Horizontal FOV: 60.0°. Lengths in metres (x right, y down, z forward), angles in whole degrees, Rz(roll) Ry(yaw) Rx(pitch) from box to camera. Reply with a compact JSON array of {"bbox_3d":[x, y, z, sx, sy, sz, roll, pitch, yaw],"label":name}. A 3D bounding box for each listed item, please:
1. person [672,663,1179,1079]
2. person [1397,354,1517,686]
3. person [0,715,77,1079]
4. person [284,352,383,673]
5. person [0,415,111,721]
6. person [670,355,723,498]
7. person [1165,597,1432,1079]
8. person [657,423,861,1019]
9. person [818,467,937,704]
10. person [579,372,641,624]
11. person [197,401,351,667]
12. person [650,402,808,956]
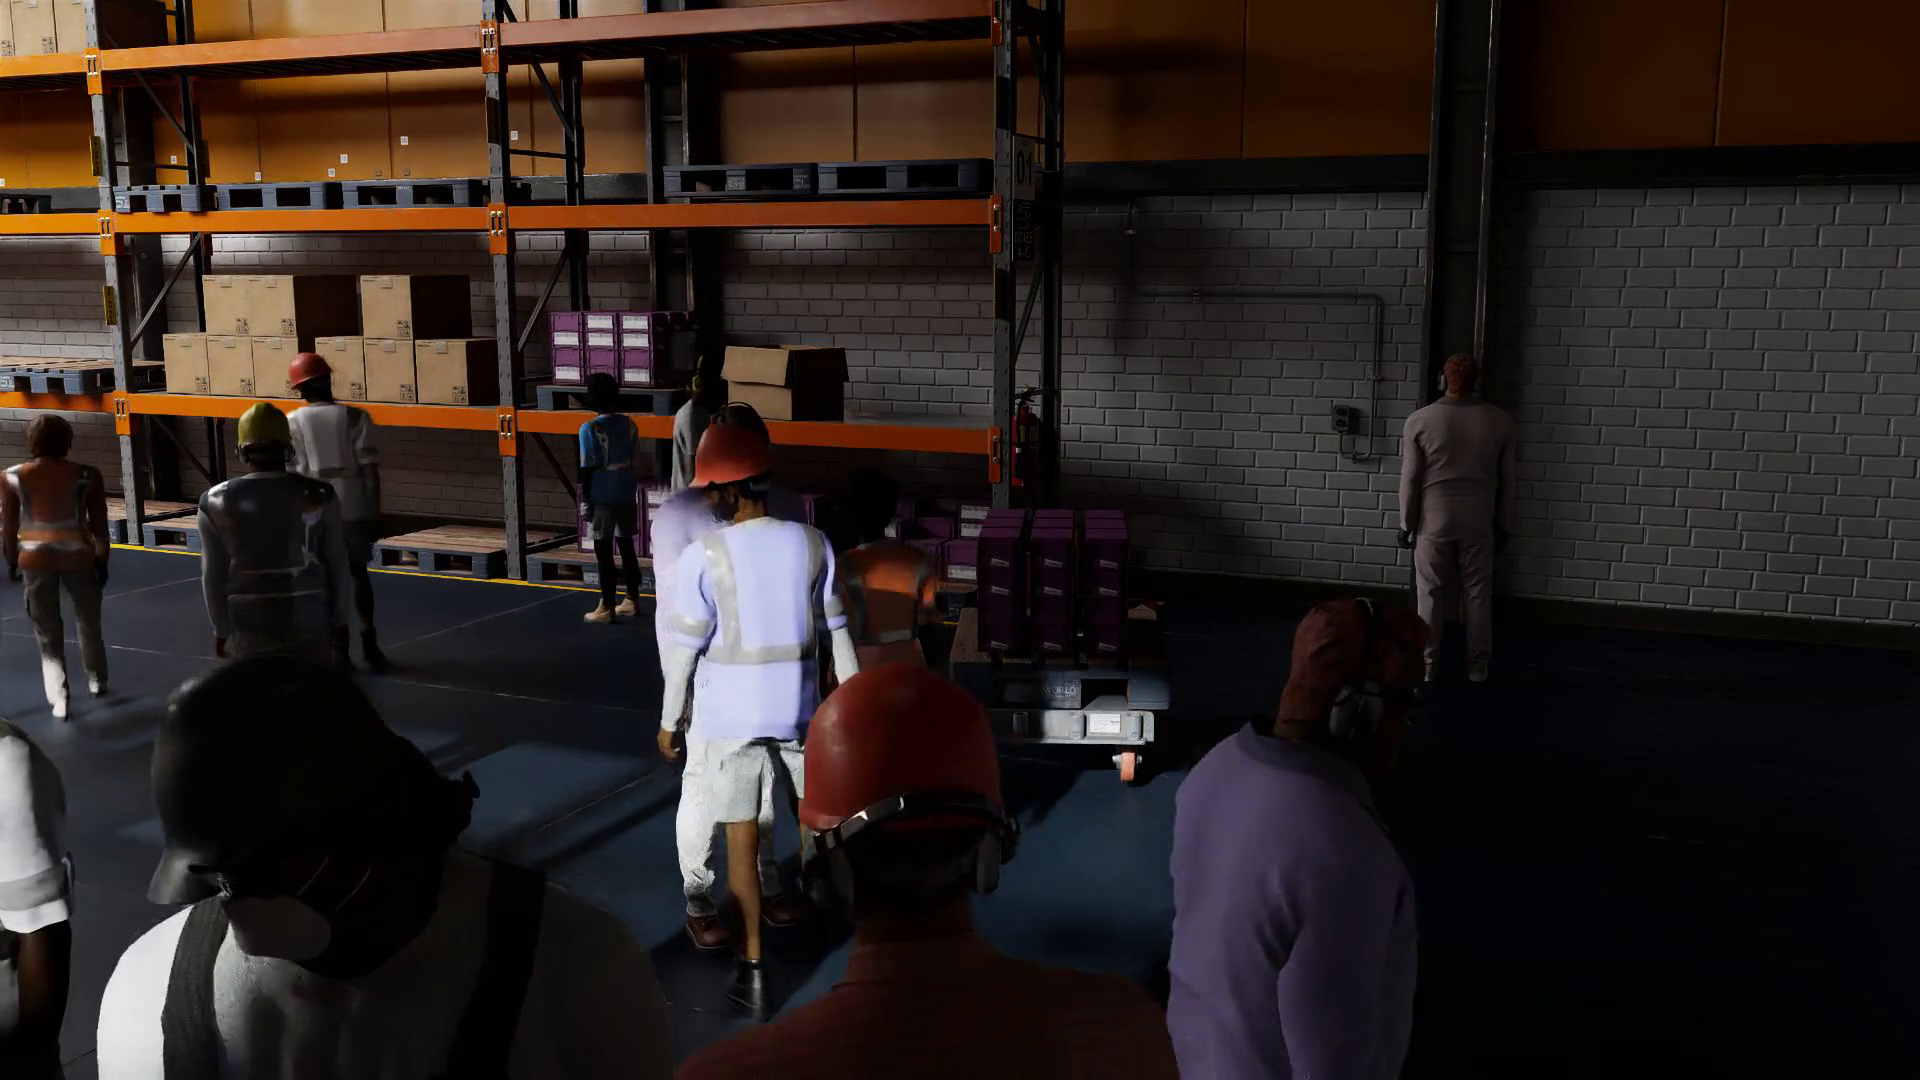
[{"bbox_3d":[-0.054,1.126,1.945,0.650,1.960,0.611,-5,11,-26],"label":"person"},{"bbox_3d":[2.833,-0.113,9.550,0.652,1.906,0.403,1,10,4],"label":"person"},{"bbox_3d":[-1.905,0.932,3.112,0.608,1.966,0.371,4,10,24],"label":"person"},{"bbox_3d":[-3.750,-0.166,9.899,0.560,1.890,0.582,-4,10,-20],"label":"person"},{"bbox_3d":[-4.881,0.128,9.007,0.521,1.607,0.794,-5,11,-27],"label":"person"},{"bbox_3d":[-1.571,-0.238,10.465,0.687,1.844,0.562,0,9,1],"label":"person"},{"bbox_3d":[0.630,1.013,2.886,0.801,1.865,0.681,-3,10,-16],"label":"person"},{"bbox_3d":[-0.640,0.555,5.563,0.743,1.899,0.756,-5,11,-25],"label":"person"},{"bbox_3d":[-0.289,0.558,6.281,0.540,1.670,0.831,-7,12,-37],"label":"person"},{"bbox_3d":[-2.363,-0.282,11.205,0.320,1.695,0.537,5,11,29],"label":"person"},{"bbox_3d":[-2.920,0.323,7.150,0.587,1.837,0.404,-3,10,-19],"label":"person"},{"bbox_3d":[-0.784,0.478,5.916,0.627,1.941,0.370,-8,12,-40],"label":"person"}]
